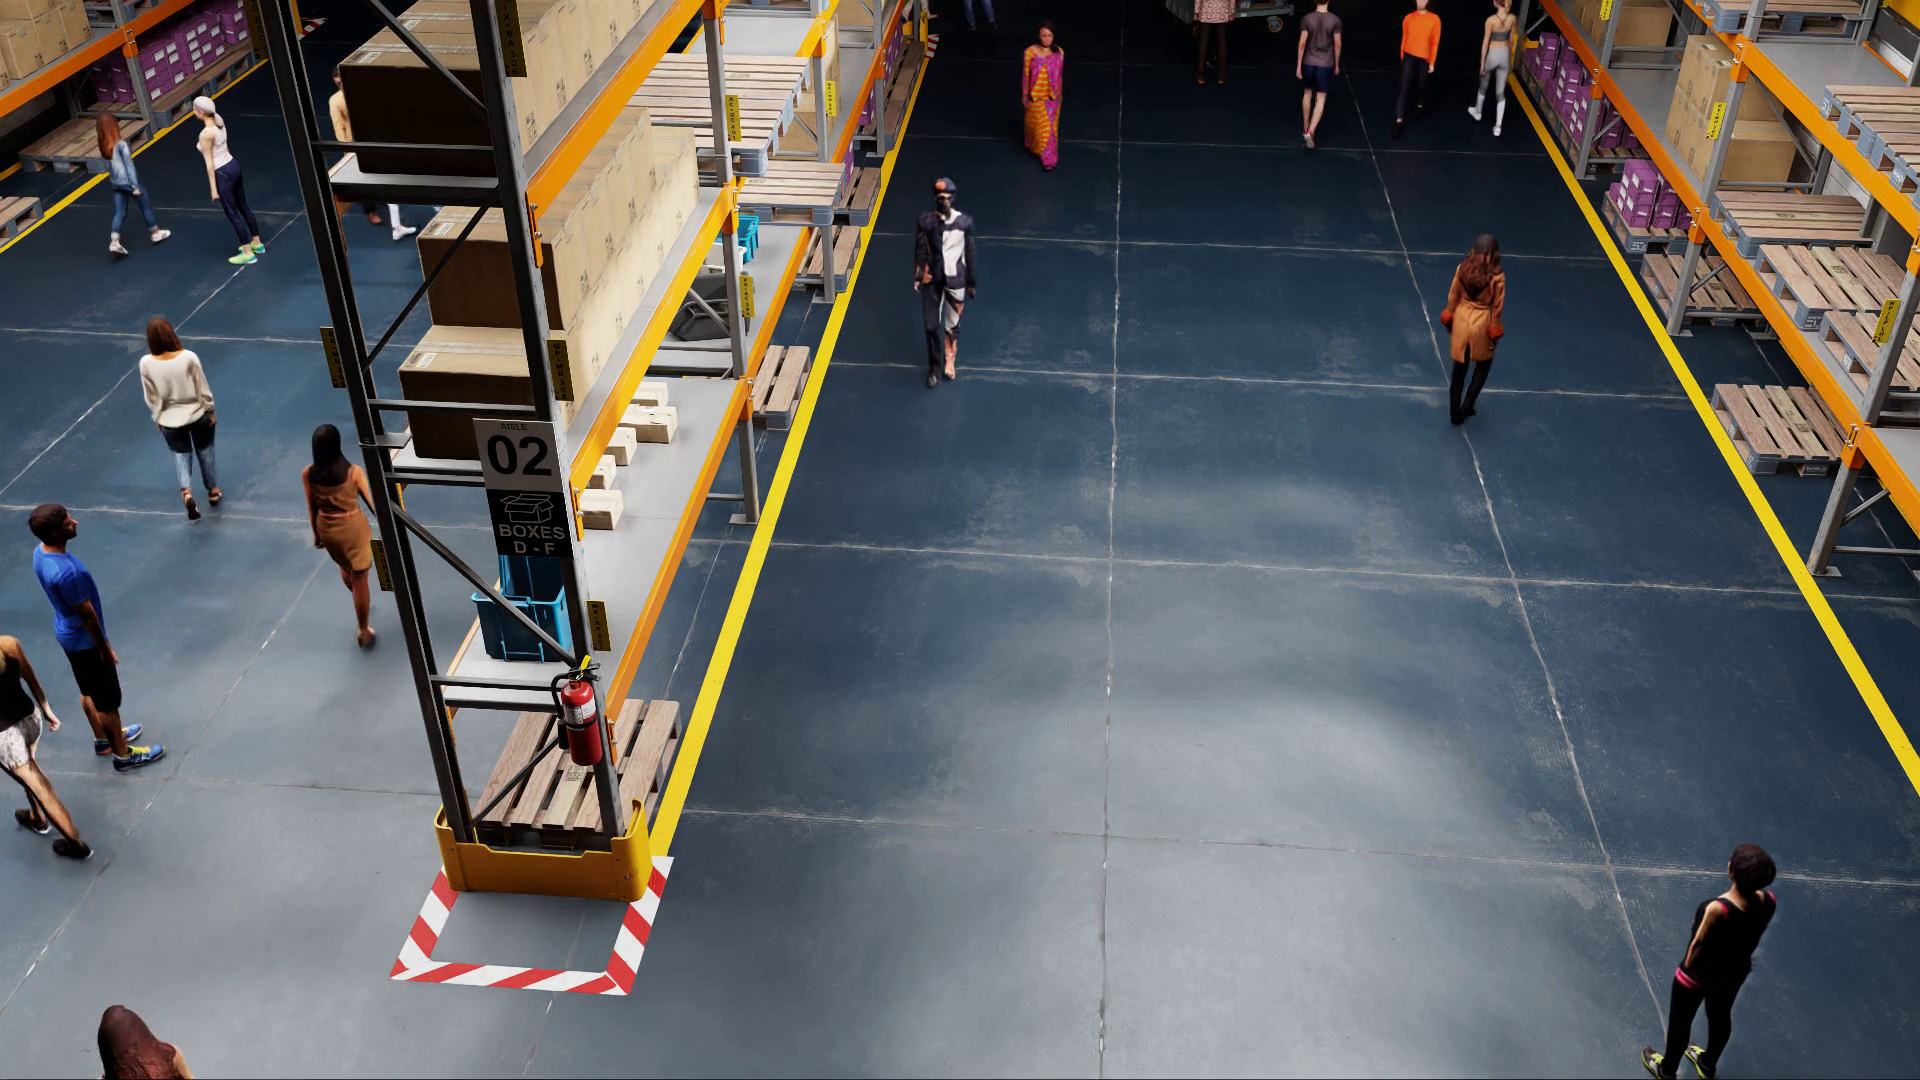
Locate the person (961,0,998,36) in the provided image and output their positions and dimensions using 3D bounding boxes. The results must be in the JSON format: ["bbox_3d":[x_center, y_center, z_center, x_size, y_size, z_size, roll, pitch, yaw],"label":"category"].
[{"bbox_3d":[0.220,-7.952,23.184,1.052,1.811,1.198,-12,35,-17],"label":"person"}]

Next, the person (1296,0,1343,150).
[{"bbox_3d":[4.191,-5.517,19.512,0.849,1.822,1.190,11,35,16],"label":"person"}]

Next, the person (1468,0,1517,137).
[{"bbox_3d":[6.428,-5.648,19.864,0.652,1.651,1.178,1,34,1],"label":"person"}]

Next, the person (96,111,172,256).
[{"bbox_3d":[-8.590,-3.614,16.983,0.754,1.453,1.048,11,35,17],"label":"person"}]

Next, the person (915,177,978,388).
[{"bbox_3d":[-0.129,-2.316,14.643,0.730,1.881,0.727,0,34,0],"label":"person"}]

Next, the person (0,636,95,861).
[{"bbox_3d":[-5.348,1.123,9.520,0.856,1.826,0.910,12,36,18],"label":"person"}]

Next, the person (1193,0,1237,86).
[{"bbox_3d":[3.285,-6.796,21.449,0.688,1.808,0.599,5,34,7],"label":"person"}]

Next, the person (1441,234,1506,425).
[{"bbox_3d":[4.256,-1.720,13.896,0.843,1.715,0.844,21,39,28],"label":"person"}]

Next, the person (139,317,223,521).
[{"bbox_3d":[-5.932,-0.899,12.705,0.780,1.667,0.950,-7,34,-11],"label":"person"}]

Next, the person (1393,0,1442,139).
[{"bbox_3d":[5.514,-5.749,19.958,0.867,1.715,1.173,14,36,20],"label":"person"}]

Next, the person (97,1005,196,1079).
[{"bbox_3d":[-3.518,2.700,7.406,0.896,1.539,0.969,-24,41,-32],"label":"person"}]

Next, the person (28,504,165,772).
[{"bbox_3d":[-5.419,0.596,10.276,0.701,1.867,0.747,29,43,36],"label":"person"}]

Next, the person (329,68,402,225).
[{"bbox_3d":[-6.332,-4.176,17.585,0.935,1.722,0.820,15,37,22],"label":"person"}]

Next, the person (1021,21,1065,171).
[{"bbox_3d":[0.948,-5.139,19.095,0.762,1.655,1.102,-3,34,-5],"label":"person"}]

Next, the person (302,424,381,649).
[{"bbox_3d":[-4.198,0.021,11.320,0.669,1.668,0.835,-2,34,-3],"label":"person"}]

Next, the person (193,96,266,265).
[{"bbox_3d":[-7.402,-3.648,16.812,0.651,1.698,0.500,1,34,2],"label":"person"}]

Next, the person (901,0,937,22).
[{"bbox_3d":[-0.579,-8.200,23.657,0.952,1.702,0.963,-14,36,-20],"label":"person"}]

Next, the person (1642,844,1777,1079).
[{"bbox_3d":[3.759,2.123,8.265,0.602,1.550,0.608,-9,35,-14],"label":"person"}]
